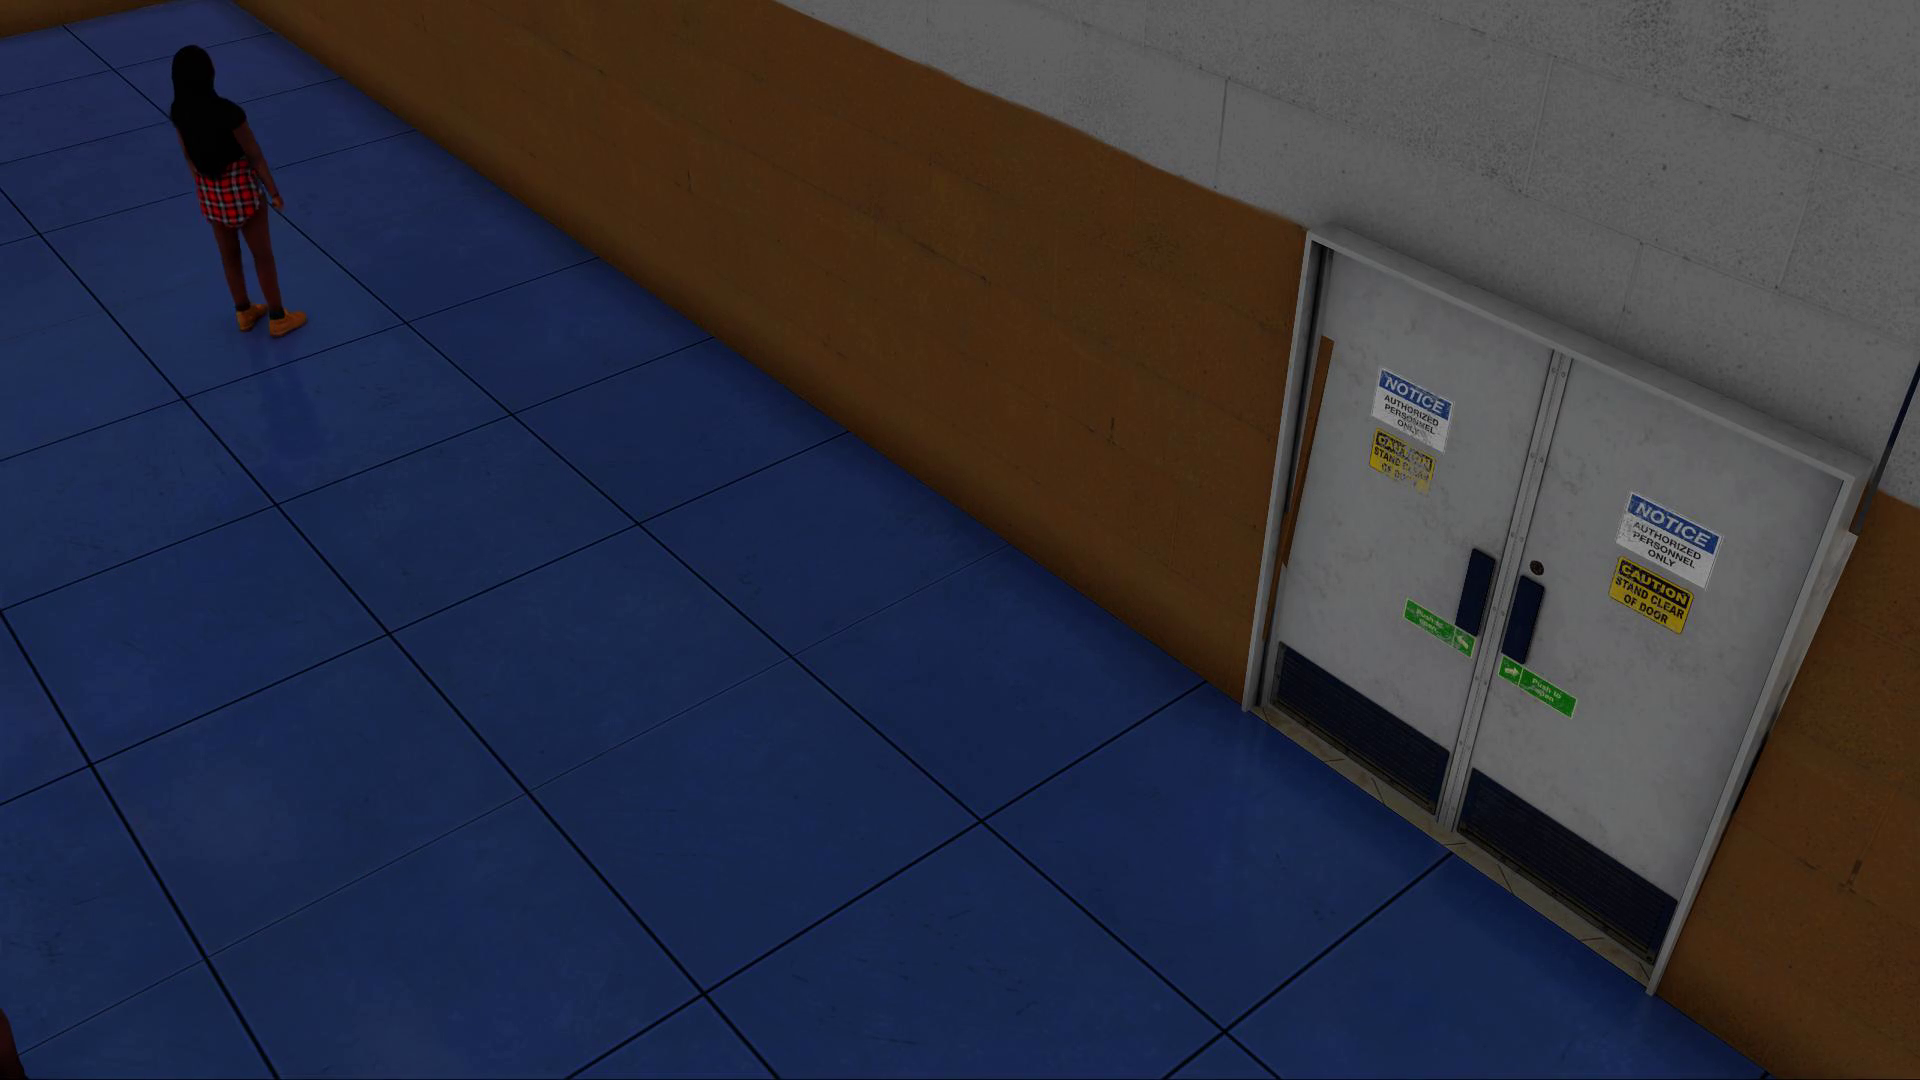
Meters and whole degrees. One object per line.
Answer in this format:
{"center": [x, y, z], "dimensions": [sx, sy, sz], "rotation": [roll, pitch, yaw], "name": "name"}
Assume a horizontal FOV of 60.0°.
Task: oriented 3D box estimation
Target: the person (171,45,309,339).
{"center": [-4.124, -1.941, 9.420], "dimensions": [0.725, 1.729, 0.773], "rotation": [6, 37, 9], "name": "person"}
